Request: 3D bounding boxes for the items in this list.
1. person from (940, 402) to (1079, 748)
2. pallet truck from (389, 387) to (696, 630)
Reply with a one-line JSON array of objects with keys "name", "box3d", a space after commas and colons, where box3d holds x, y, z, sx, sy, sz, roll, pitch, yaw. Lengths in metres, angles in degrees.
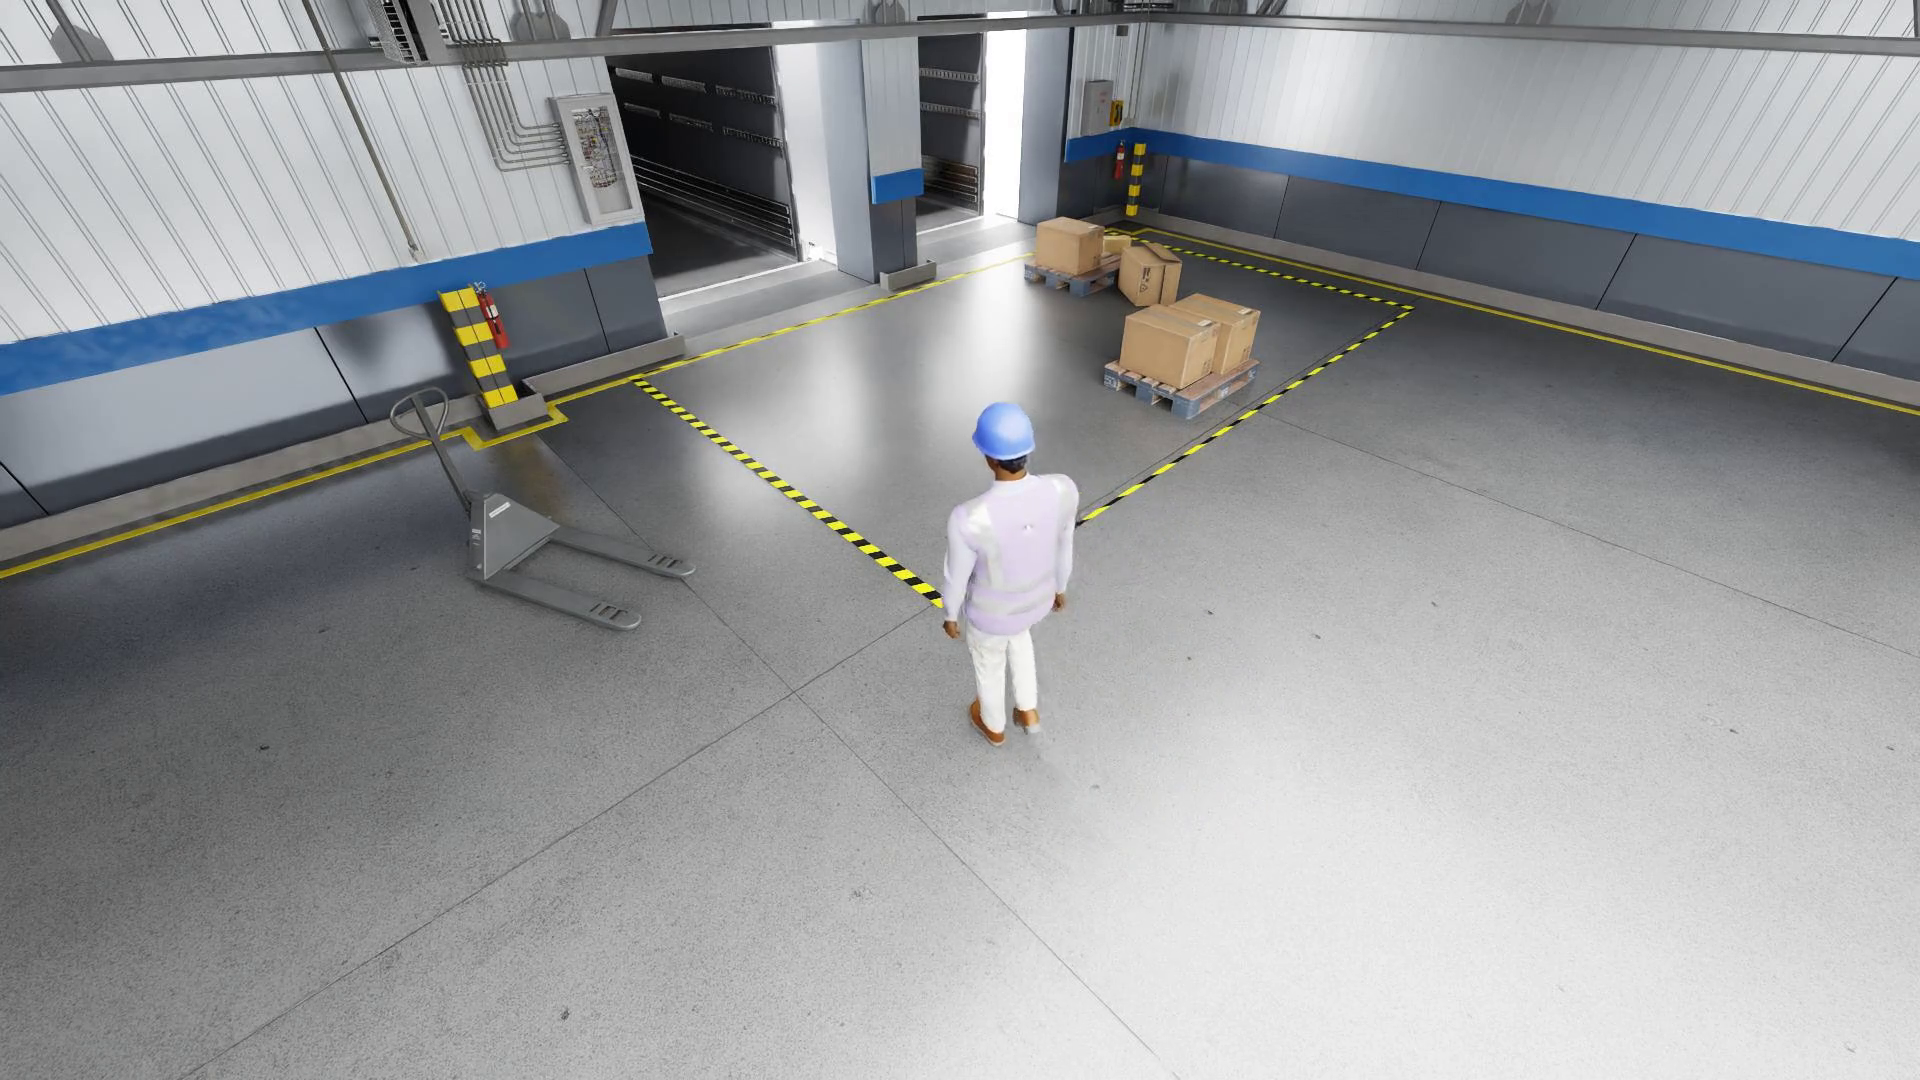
[{"name": "person", "box3d": [0.212, 0.265, 3.364, 0.624, 1.926, 0.467, -17, 41, -20]}, {"name": "pallet truck", "box3d": [-2.613, -0.247, 4.593, 1.601, 1.201, 0.680, 14, 40, 17]}]
